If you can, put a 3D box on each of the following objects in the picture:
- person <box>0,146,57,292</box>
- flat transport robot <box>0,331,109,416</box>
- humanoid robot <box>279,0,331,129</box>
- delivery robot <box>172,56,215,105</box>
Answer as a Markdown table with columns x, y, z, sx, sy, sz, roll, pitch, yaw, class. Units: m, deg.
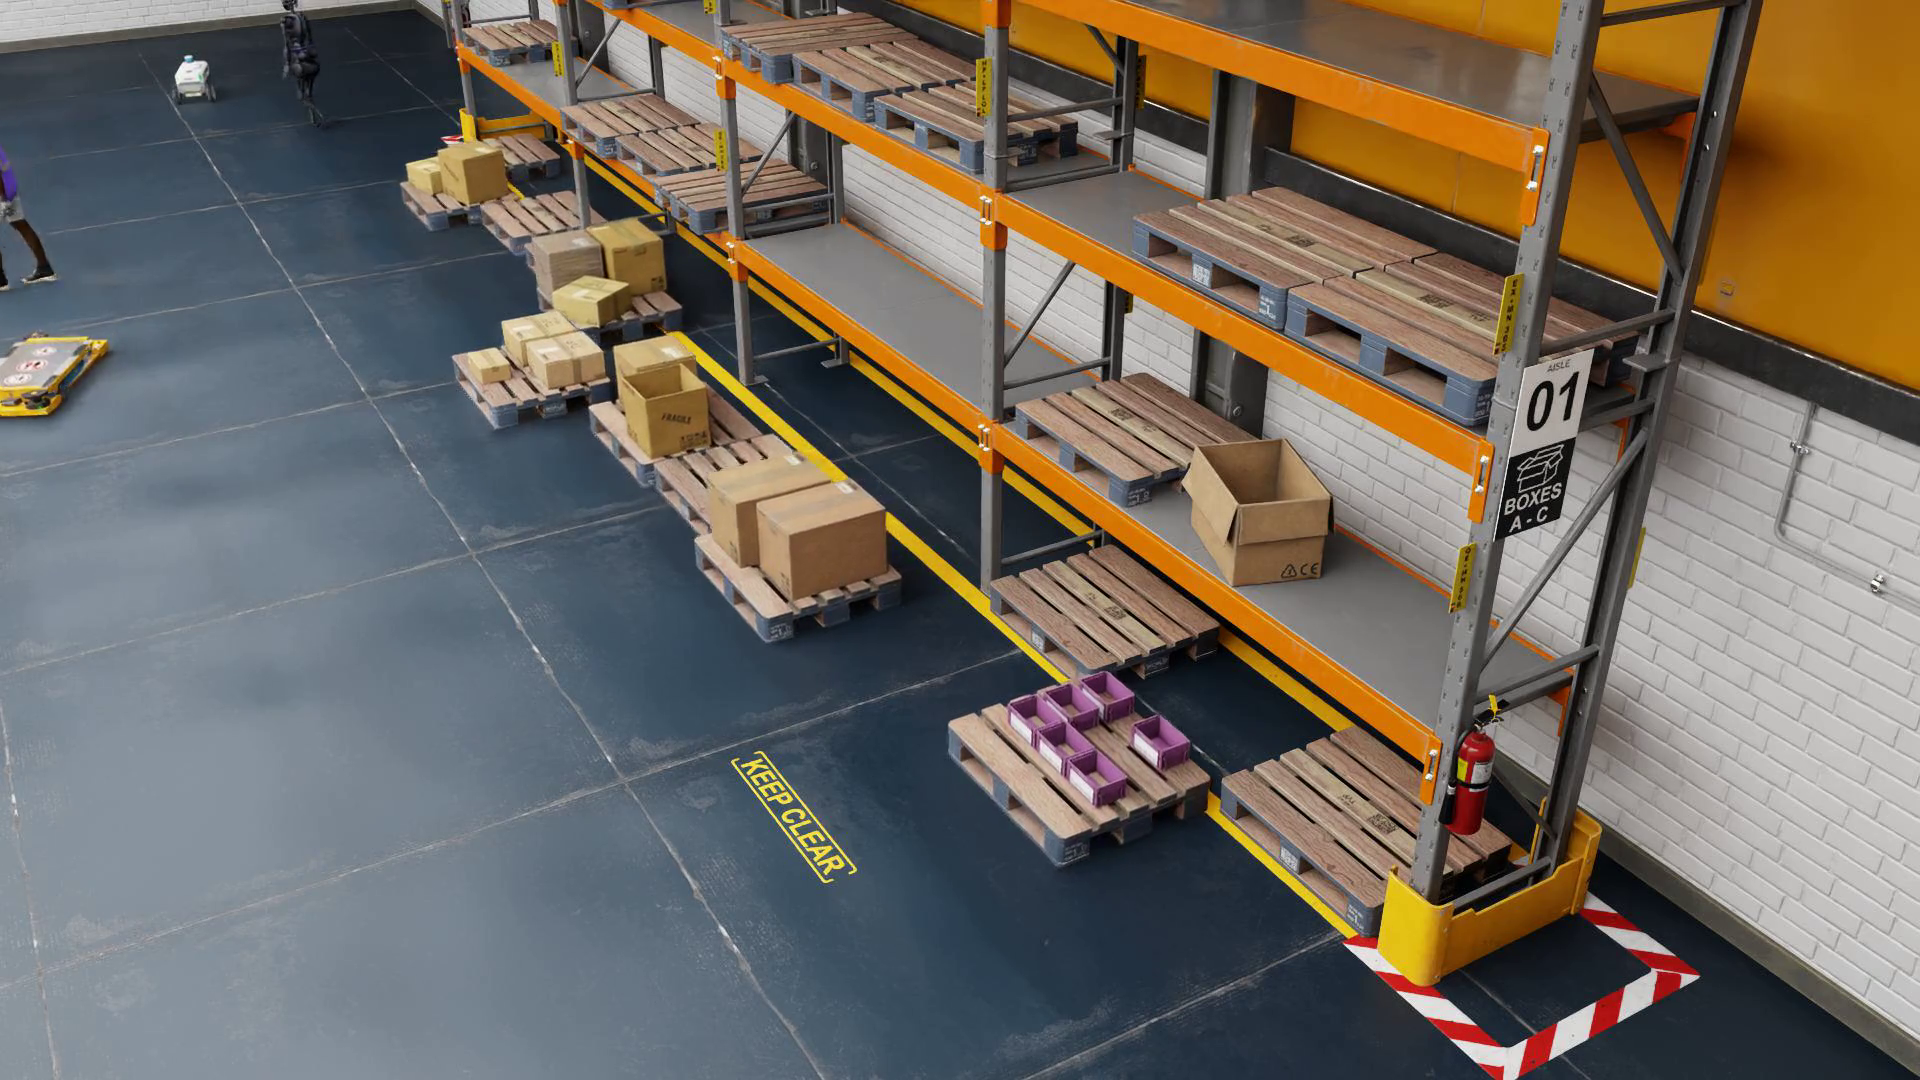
| x | y | z | sx | sy | sz | roll | pitch | yaw | class |
| --- | --- | --- | --- | --- | --- | --- | --- | --- | --- |
| -9.245 | -3.307 | 15.782 | 0.836 | 1.925 | 0.662 | -11 | 31 | -19 | person |
| -7.834 | -1.417 | 14.133 | 0.659 | 0.231 | 1.431 | -3 | 30 | -5 | flat transport robot |
| -8.151 | -5.980 | 20.777 | 0.554 | 1.622 | 0.624 | 10 | 31 | 17 | humanoid robot |
| -10.226 | -6.130 | 22.182 | 0.499 | 0.612 | 0.805 | -8 | 30 | -13 | delivery robot |
